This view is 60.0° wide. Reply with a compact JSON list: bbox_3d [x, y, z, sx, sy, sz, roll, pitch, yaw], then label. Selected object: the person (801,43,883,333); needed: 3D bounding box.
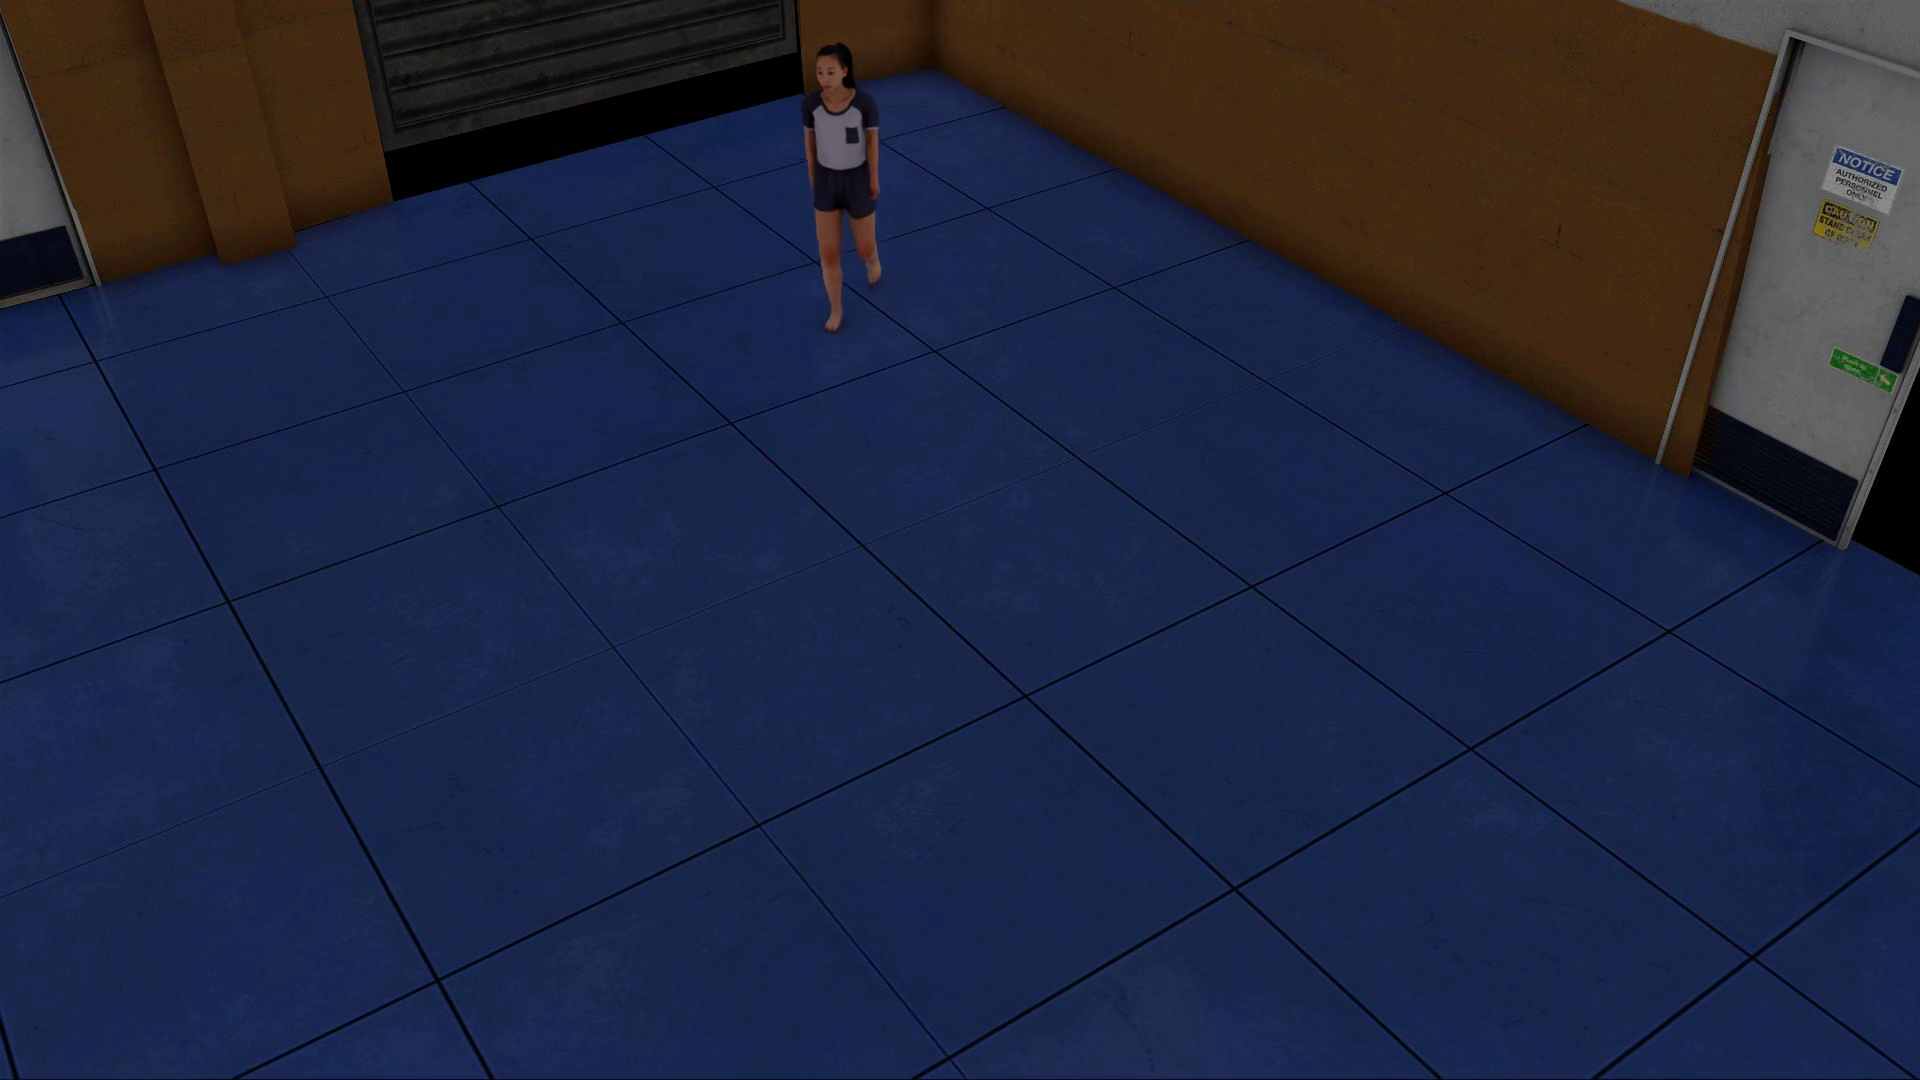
[{"bbox_3d":[-0.642,-2.028,9.492,0.922,1.628,0.975,6,37,8],"label":"person"}]
